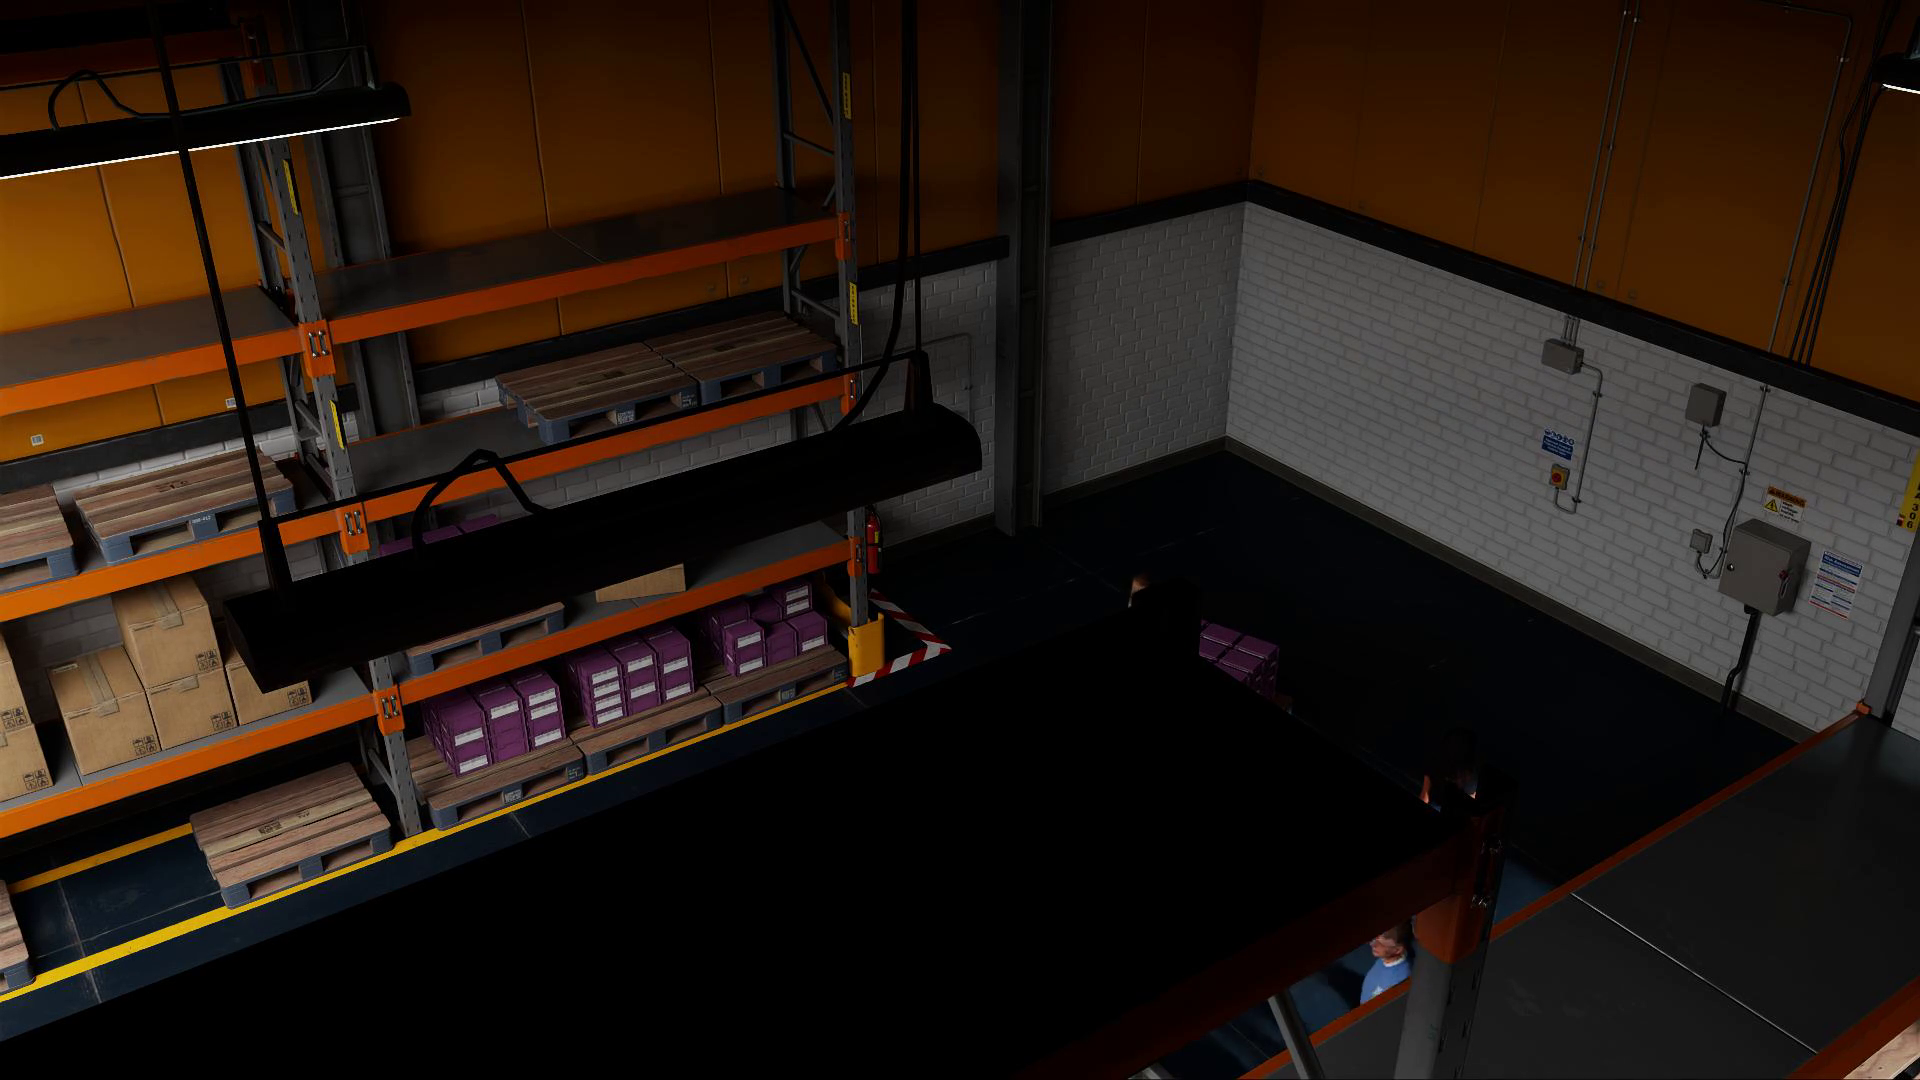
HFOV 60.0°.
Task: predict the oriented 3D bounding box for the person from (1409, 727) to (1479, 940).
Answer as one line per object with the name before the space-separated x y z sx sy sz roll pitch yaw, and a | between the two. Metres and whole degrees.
person | 3.239 1.997 11.154 0.565 1.740 0.581 -25 37 -37

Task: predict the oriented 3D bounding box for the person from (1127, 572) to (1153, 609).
person | 1.575 0.703 14.296 0.589 1.004 0.484 -10 30 -17

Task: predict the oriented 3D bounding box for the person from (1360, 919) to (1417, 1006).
person | 2.556 2.841 9.563 1.068 1.782 0.951 -2 29 -3
